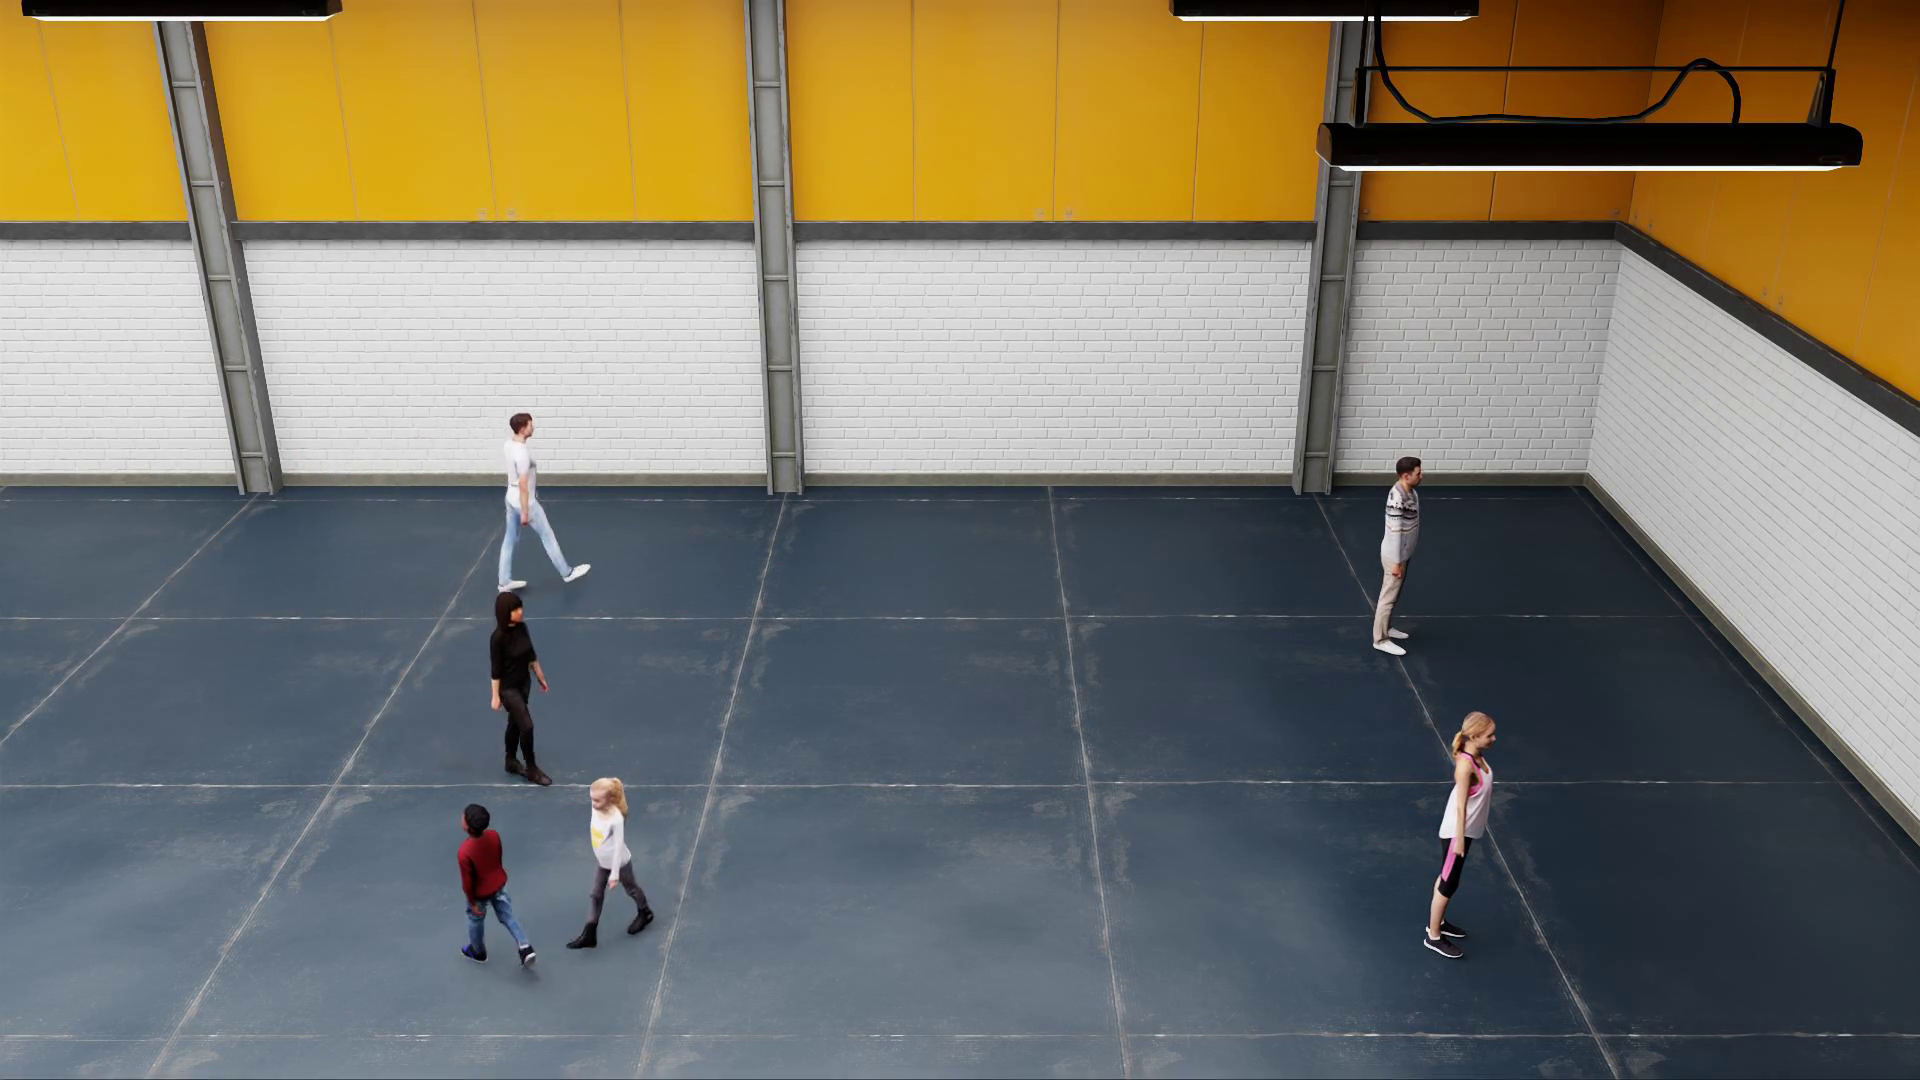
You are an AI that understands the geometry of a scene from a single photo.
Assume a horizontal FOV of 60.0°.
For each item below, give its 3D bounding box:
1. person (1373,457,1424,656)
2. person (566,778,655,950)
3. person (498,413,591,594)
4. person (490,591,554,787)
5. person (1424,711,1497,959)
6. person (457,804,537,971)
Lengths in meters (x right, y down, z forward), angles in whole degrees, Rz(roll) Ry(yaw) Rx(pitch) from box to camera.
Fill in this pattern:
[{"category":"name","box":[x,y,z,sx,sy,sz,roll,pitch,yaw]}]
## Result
[{"category":"person","box":[3.972,0.103,15.132,0.681,1.861,0.749,7,25,16]},{"category":"person","box":[-2.279,2.151,11.216,0.874,1.245,0.900,19,30,37]},{"category":"person","box":[-4.343,-0.321,16.169,1.224,1.808,1.080,-17,29,-33]},{"category":"person","box":[-3.569,1.138,13.055,0.841,1.628,0.749,9,25,19]},{"category":"person","box":[3.317,1.925,11.057,0.662,1.786,0.686,10,26,22]},{"category":"person","box":[-3.060,2.285,10.908,0.893,1.246,0.780,16,28,32]}]
